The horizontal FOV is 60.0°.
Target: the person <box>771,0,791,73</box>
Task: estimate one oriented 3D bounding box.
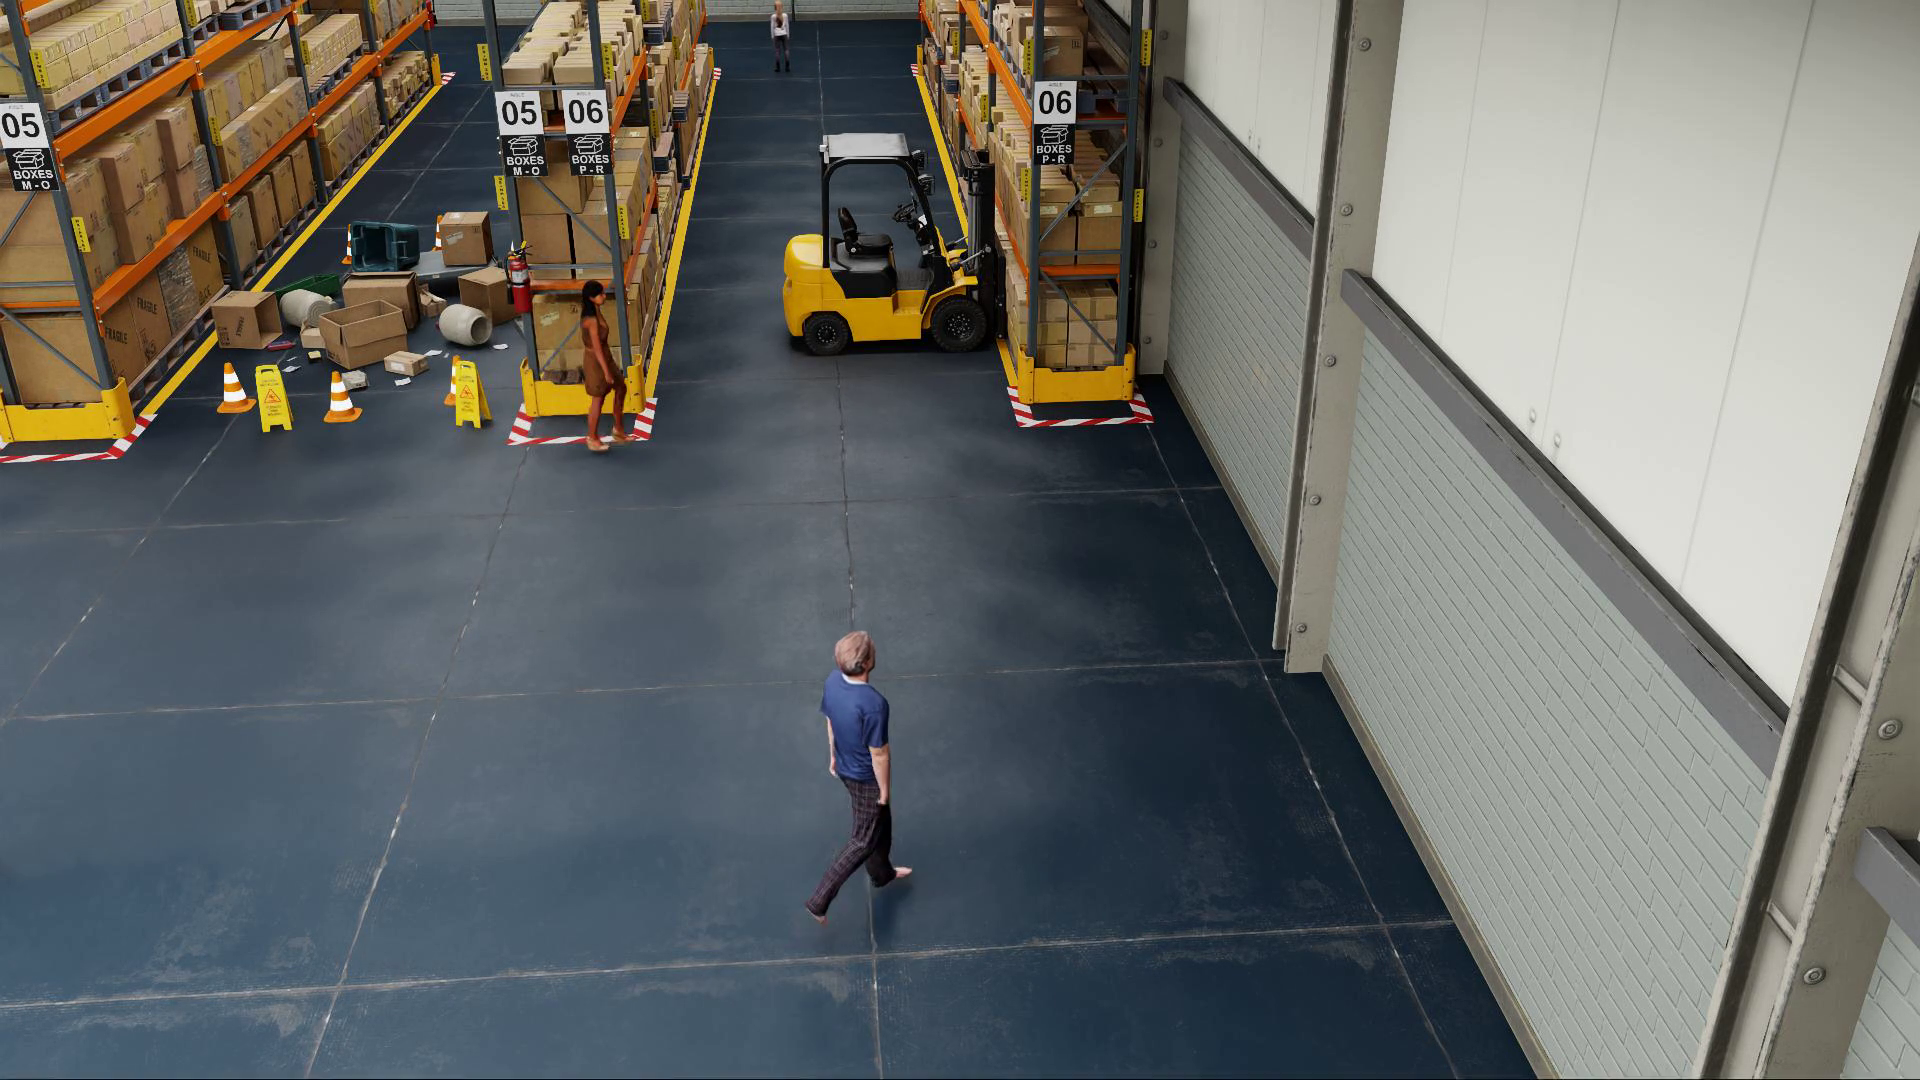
[{"bbox_3d":[-3.355,-9.425,31.095,0.509,1.279,0.520,-6,28,-11],"label":"person"}]

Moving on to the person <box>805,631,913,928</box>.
[{"bbox_3d":[-0.620,1.376,9.499,1.099,1.846,1.122,-21,34,-35],"label":"person"}]

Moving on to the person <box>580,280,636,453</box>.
[{"bbox_3d":[-3.436,-1.591,15.457,0.637,1.668,0.586,-2,27,-5],"label":"person"}]
